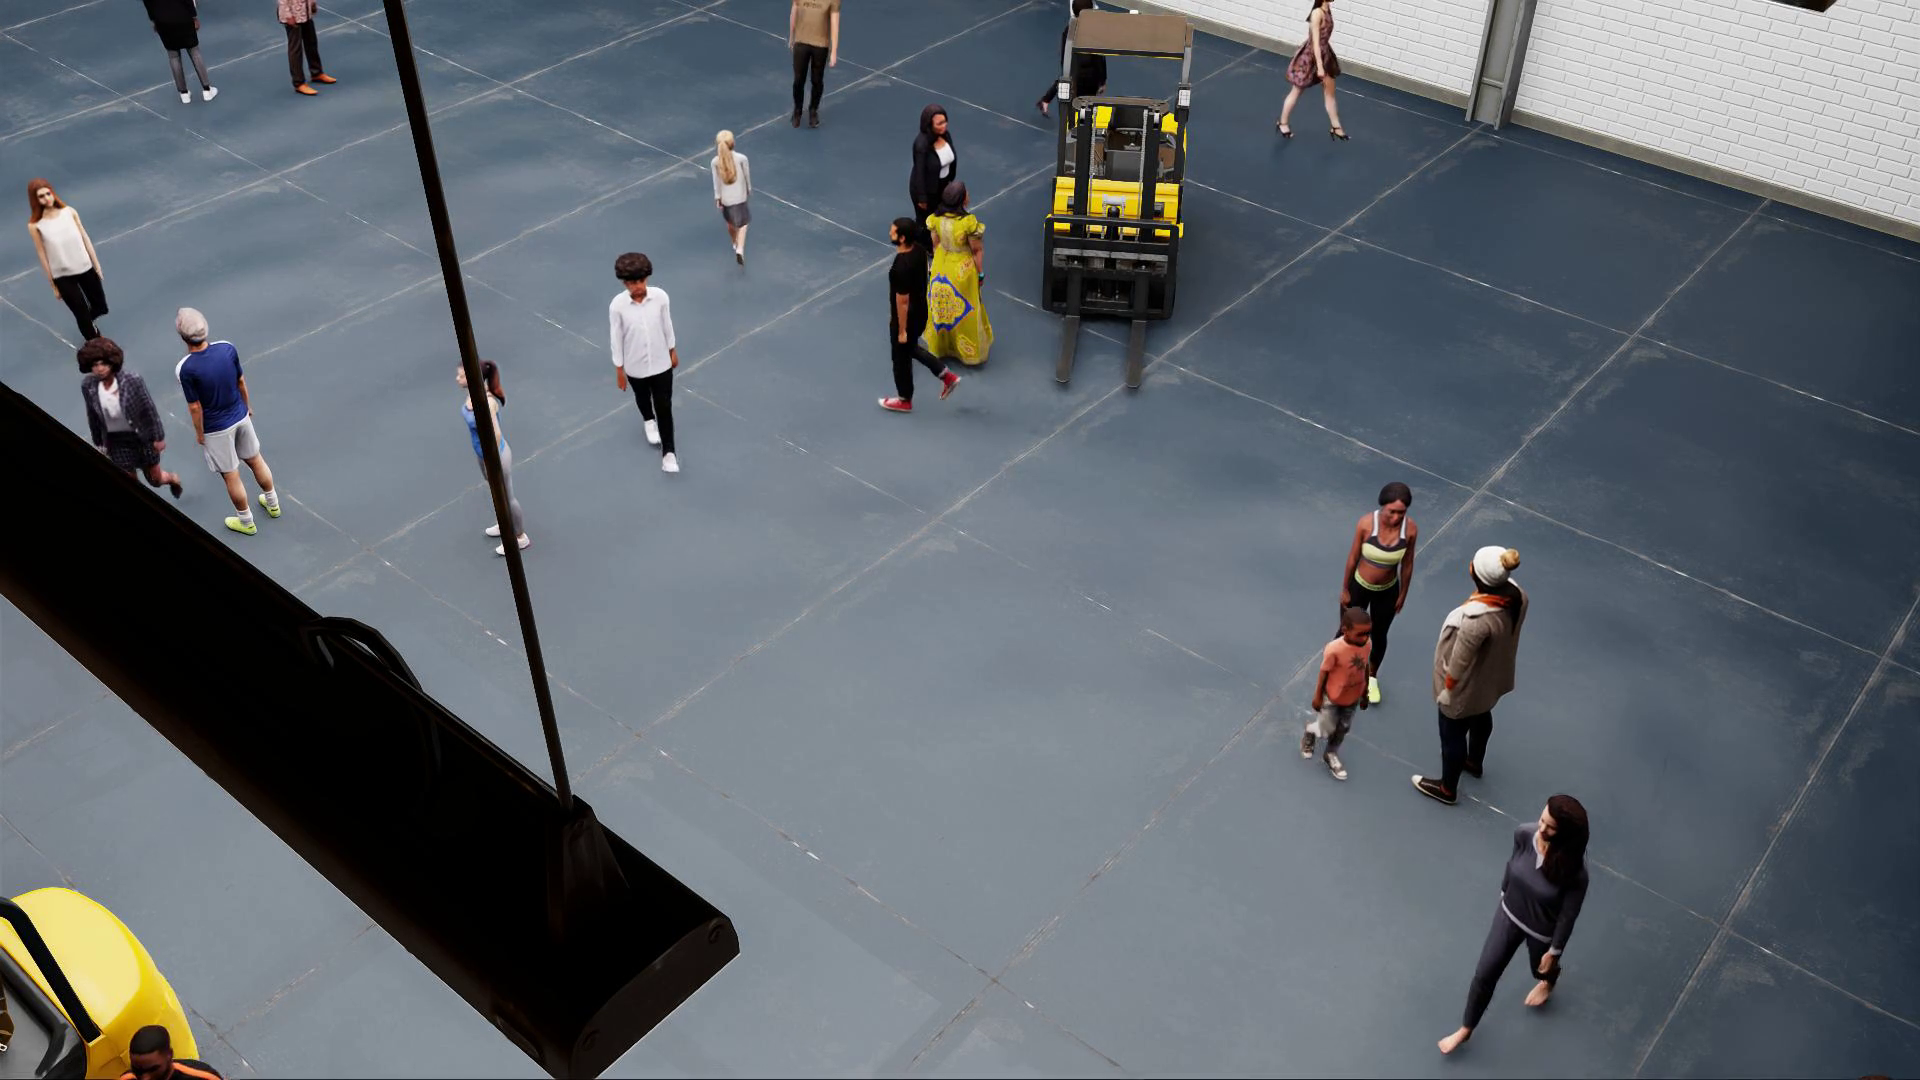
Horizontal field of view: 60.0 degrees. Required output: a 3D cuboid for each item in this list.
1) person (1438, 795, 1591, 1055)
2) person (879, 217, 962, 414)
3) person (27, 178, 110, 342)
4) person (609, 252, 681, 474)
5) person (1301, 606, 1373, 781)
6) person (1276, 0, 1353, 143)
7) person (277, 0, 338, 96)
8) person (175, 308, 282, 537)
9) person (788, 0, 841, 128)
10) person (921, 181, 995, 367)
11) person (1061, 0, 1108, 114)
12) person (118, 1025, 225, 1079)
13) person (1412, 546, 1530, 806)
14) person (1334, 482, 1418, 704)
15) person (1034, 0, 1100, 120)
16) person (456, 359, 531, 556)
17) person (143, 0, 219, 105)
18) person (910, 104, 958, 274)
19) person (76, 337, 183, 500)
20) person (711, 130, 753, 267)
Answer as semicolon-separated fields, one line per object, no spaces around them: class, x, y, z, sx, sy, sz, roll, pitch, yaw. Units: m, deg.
person;3.028;1.947;8.619;0.792;1.731;1.071;-29;47;-31
person;-0.330;-1.767;13.258;1.017;1.746;0.864;9;39;11
person;-7.432;-2.239;13.879;0.627;1.708;0.888;-31;48;-33
person;-2.435;-1.422;12.816;1.043;1.758;1.227;-11;40;-14
person;2.322;0.896;10.280;0.645;1.301;0.725;-13;40;-15
person;3.581;-4.954;17.256;1.100;1.736;0.780;18;42;22
person;-7.328;-5.853;18.334;0.718;1.797;0.754;12;40;15
person;-5.334;-0.867;12.057;0.600;1.839;0.664;21;43;24
person;-1.566;-5.223;17.547;0.809;1.793;0.920;12;40;15
person;-0.026;-2.236;13.913;0.797;1.660;0.976;19;42;22
person;1.233;-4.666;16.986;1.118;1.623;1.056;7;39;9
person;-3.431;2.726;7.591;0.977;1.797;1.026;-2;39;-2
person;3.101;0.784;9.949;0.673;1.889;0.682;31;48;33
person;2.639;0.315;10.647;0.608;1.750;0.707;6;39;8
person;1.180;-5.170;17.506;1.194;1.762;0.963;7;39;8
person;-3.360;-0.621;11.933;0.701;1.609;0.584;-18;42;-21
person;-8.562;-5.642;18.099;0.734;1.761;0.757;-9;40;-11
person;-0.279;-3.231;15.198;0.684;1.612;0.686;19;42;22
person;-5.974;-0.752;12.038;0.908;1.683;0.967;-1;39;-2
person;-2.096;-3.159;15.392;0.828;1.258;0.847;1;39;1
